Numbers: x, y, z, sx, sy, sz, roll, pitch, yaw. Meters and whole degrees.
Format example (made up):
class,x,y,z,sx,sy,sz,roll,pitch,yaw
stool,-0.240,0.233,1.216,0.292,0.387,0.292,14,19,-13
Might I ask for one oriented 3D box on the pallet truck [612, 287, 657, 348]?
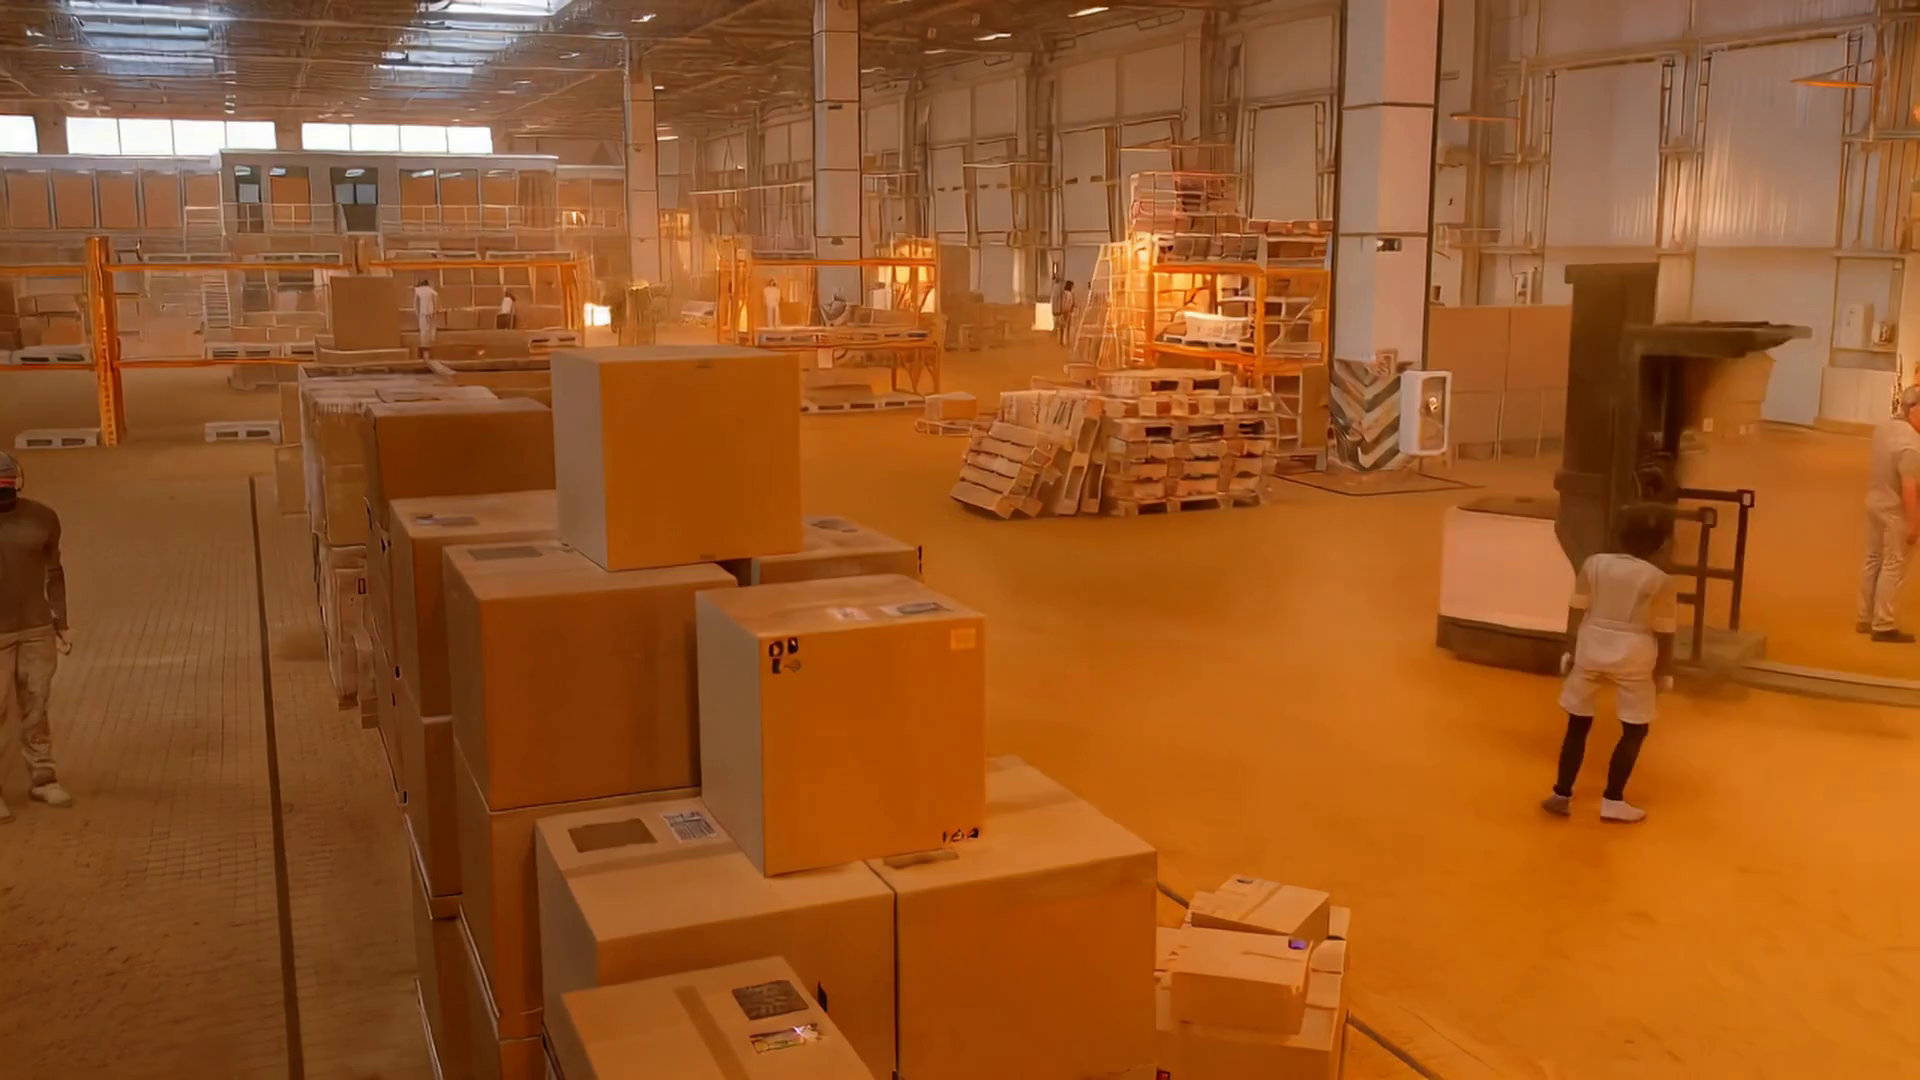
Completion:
class,x,y,z,sx,sy,sz,roll,pitch,yaw
pallet truck,-6.464,-4.406,35.401,0.823,1.965,1.885,6,12,32

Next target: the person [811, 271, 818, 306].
class,x,y,z,sx,sy,sz,roll,pitch,yaw
person,-4.926,-8.496,58.202,0.634,1.911,0.781,8,13,37

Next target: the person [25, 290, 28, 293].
class,x,y,z,sx,sy,sz,roll,pitch,yaw
person,-23.606,-5.502,42.265,0.500,1.705,0.881,6,12,30

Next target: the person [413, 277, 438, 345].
class,x,y,z,sx,sy,sz,roll,pitch,yaw
person,-14.694,-6.259,45.782,0.630,1.940,0.373,-4,11,-20

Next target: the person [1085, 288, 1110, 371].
class,x,y,z,sx,sy,sz,roll,pitch,yaw
person,3.116,-4.732,37.488,0.612,1.881,0.960,-1,10,-8

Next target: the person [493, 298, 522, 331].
class,x,y,z,sx,sy,sz,roll,pitch,yaw
person,-8.430,-3.573,31.124,0.584,1.882,0.344,2,11,13

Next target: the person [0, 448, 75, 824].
class,x,y,z,sx,sy,sz,roll,pitch,yaw
person,-4.928,0.483,8.625,0.350,1.936,0.635,7,12,33

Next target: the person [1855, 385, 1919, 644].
class,x,y,z,sx,sy,sz,roll,pitch,yaw
person,6.957,-0.190,12.371,0.371,1.930,0.636,1,10,3

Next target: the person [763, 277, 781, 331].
class,x,y,z,sx,sy,sz,roll,pitch,yaw
person,-5.514,-6.772,48.812,0.530,1.864,0.313,1,10,3

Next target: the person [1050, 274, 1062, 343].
class,x,y,z,sx,sy,sz,roll,pitch,yaw
person,2.824,-6.671,47.962,0.456,1.964,0.645,4,11,20

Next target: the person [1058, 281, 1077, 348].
class,x,y,z,sx,sy,sz,roll,pitch,yaw
person,2.985,-6.187,45.648,0.633,1.841,0.429,-9,14,-41

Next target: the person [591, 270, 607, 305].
class,x,y,z,sx,sy,sz,roll,pitch,yaw
person,-13.630,-9.277,62.724,0.603,1.827,1.006,4,11,22

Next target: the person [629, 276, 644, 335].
class,x,y,z,sx,sy,sz,roll,pitch,yaw
person,-10.081,-7.303,51.868,0.431,1.832,0.644,1,10,4

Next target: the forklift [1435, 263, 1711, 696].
class,x,y,z,sx,sy,sz,roll,pitch,yaw
forklift,4.444,-0.521,11.556,1.873,2.768,1.129,8,13,37

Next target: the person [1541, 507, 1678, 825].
class,x,y,z,sx,sy,sz,roll,pitch,yaw
person,3.318,0.649,8.478,0.403,1.659,0.606,-10,14,-44
